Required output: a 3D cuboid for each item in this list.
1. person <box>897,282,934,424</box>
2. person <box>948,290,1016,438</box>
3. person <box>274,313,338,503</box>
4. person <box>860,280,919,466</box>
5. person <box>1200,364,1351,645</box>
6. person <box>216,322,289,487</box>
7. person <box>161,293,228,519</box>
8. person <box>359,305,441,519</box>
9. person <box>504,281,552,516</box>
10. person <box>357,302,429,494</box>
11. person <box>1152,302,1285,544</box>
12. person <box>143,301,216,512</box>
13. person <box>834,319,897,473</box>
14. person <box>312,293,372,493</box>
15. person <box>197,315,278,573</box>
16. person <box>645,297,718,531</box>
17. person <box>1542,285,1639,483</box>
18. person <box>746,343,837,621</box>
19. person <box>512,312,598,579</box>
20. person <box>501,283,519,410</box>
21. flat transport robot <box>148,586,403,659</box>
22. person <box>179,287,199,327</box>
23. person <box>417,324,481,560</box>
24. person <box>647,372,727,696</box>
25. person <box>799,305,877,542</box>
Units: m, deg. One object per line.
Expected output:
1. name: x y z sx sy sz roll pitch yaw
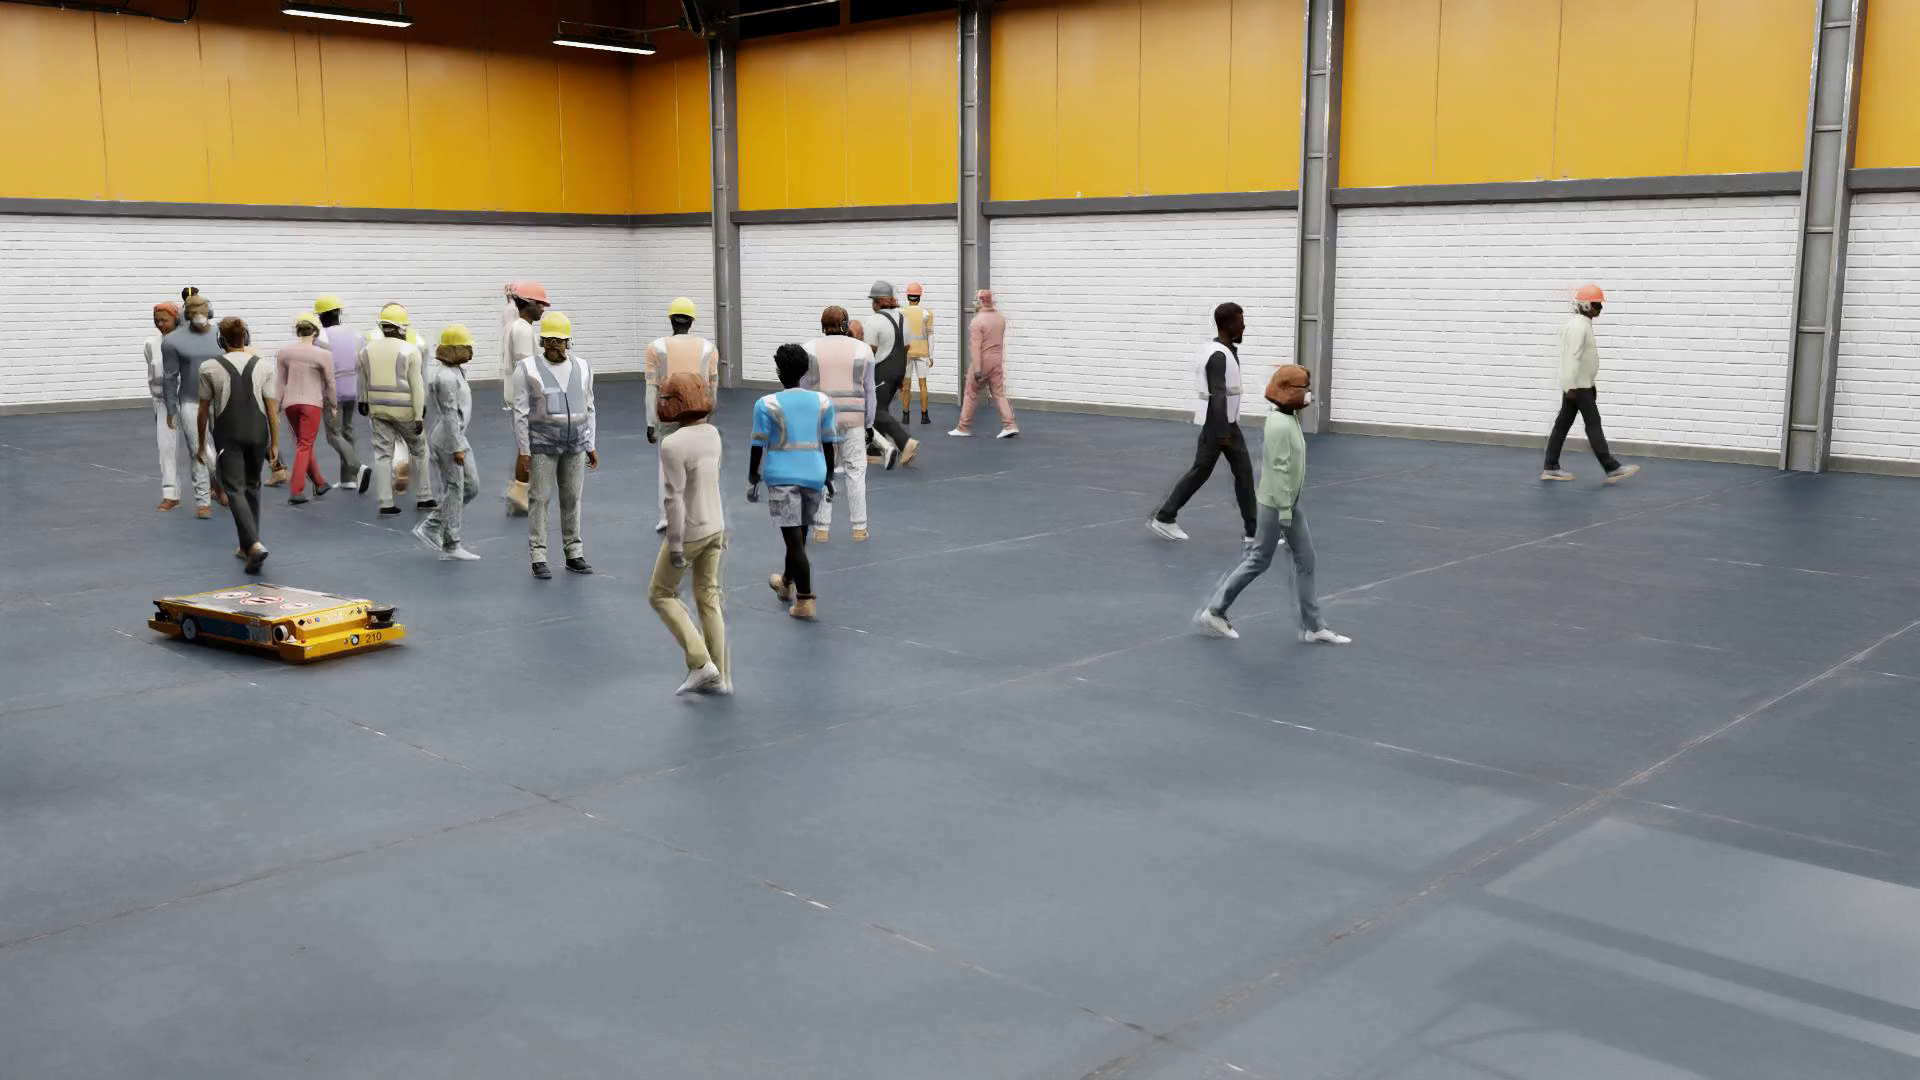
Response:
1. person: -0.624 -2.546 22.737 0.545 1.938 0.358 0 9 0
2. person: 0.311 -2.205 20.881 0.922 1.870 0.647 8 12 42
3. person: -5.958 -1.211 15.217 0.538 1.702 0.844 1 9 9
4. person: -0.781 -1.805 17.877 0.847 2.000 0.686 6 11 31
5. person: 1.775 -0.201 9.404 0.824 1.597 0.513 4 10 22
6. person: -6.981 -1.322 16.119 0.914 1.639 0.536 -1 9 -4
7. person: -6.505 -1.163 14.331 0.654 1.917 0.763 -5 10 -28
8. person: -4.803 -1.108 14.303 0.613 1.801 0.744 2 10 13
9. person: -3.688 -1.201 14.254 0.473 2.014 0.650 -3 10 -19
10. person: -5.222 -1.294 15.468 0.672 1.812 0.698 -8 12 -39
11. person: 1.986 -0.896 12.858 1.017 1.882 0.599 4 10 21
12. person: -6.960 -1.217 14.914 0.581 1.856 0.952 0 9 1
13. person: -1.010 -1.467 17.137 0.665 1.616 0.522 6 11 31
14. person: -5.823 -1.377 15.703 0.794 1.904 0.587 6 11 33
15. person: -5.090 -0.686 11.790 0.522 1.808 0.954 -6 11 -33
16. person: -2.199 -0.969 13.192 0.592 1.889 0.598 -2 10 -15
17. person: 6.290 -1.538 16.491 0.962 1.950 0.647 3 10 20
18. person: -1.077 -0.372 10.222 0.553 1.655 0.819 -6 11 -34
19. person: -2.771 -0.656 11.480 0.591 1.829 0.404 -7 12 -37
20. person: -6.680 -2.893 24.978 0.409 1.904 0.640 3 10 15
21. flat transport robot: -3.921 0.445 9.498 1.431 0.197 0.652 6 11 32
22. person: -10.854 -2.645 23.553 0.313 1.869 0.538 -7 12 -38
23. person: -3.690 -0.701 12.076 0.436 1.733 0.493 -1 9 -4
24. person: -1.335 -0.014 8.206 0.368 1.622 0.508 5 10 26
25. person: -0.963 -0.900 12.955 0.625 1.839 0.430 -1 9 -6
